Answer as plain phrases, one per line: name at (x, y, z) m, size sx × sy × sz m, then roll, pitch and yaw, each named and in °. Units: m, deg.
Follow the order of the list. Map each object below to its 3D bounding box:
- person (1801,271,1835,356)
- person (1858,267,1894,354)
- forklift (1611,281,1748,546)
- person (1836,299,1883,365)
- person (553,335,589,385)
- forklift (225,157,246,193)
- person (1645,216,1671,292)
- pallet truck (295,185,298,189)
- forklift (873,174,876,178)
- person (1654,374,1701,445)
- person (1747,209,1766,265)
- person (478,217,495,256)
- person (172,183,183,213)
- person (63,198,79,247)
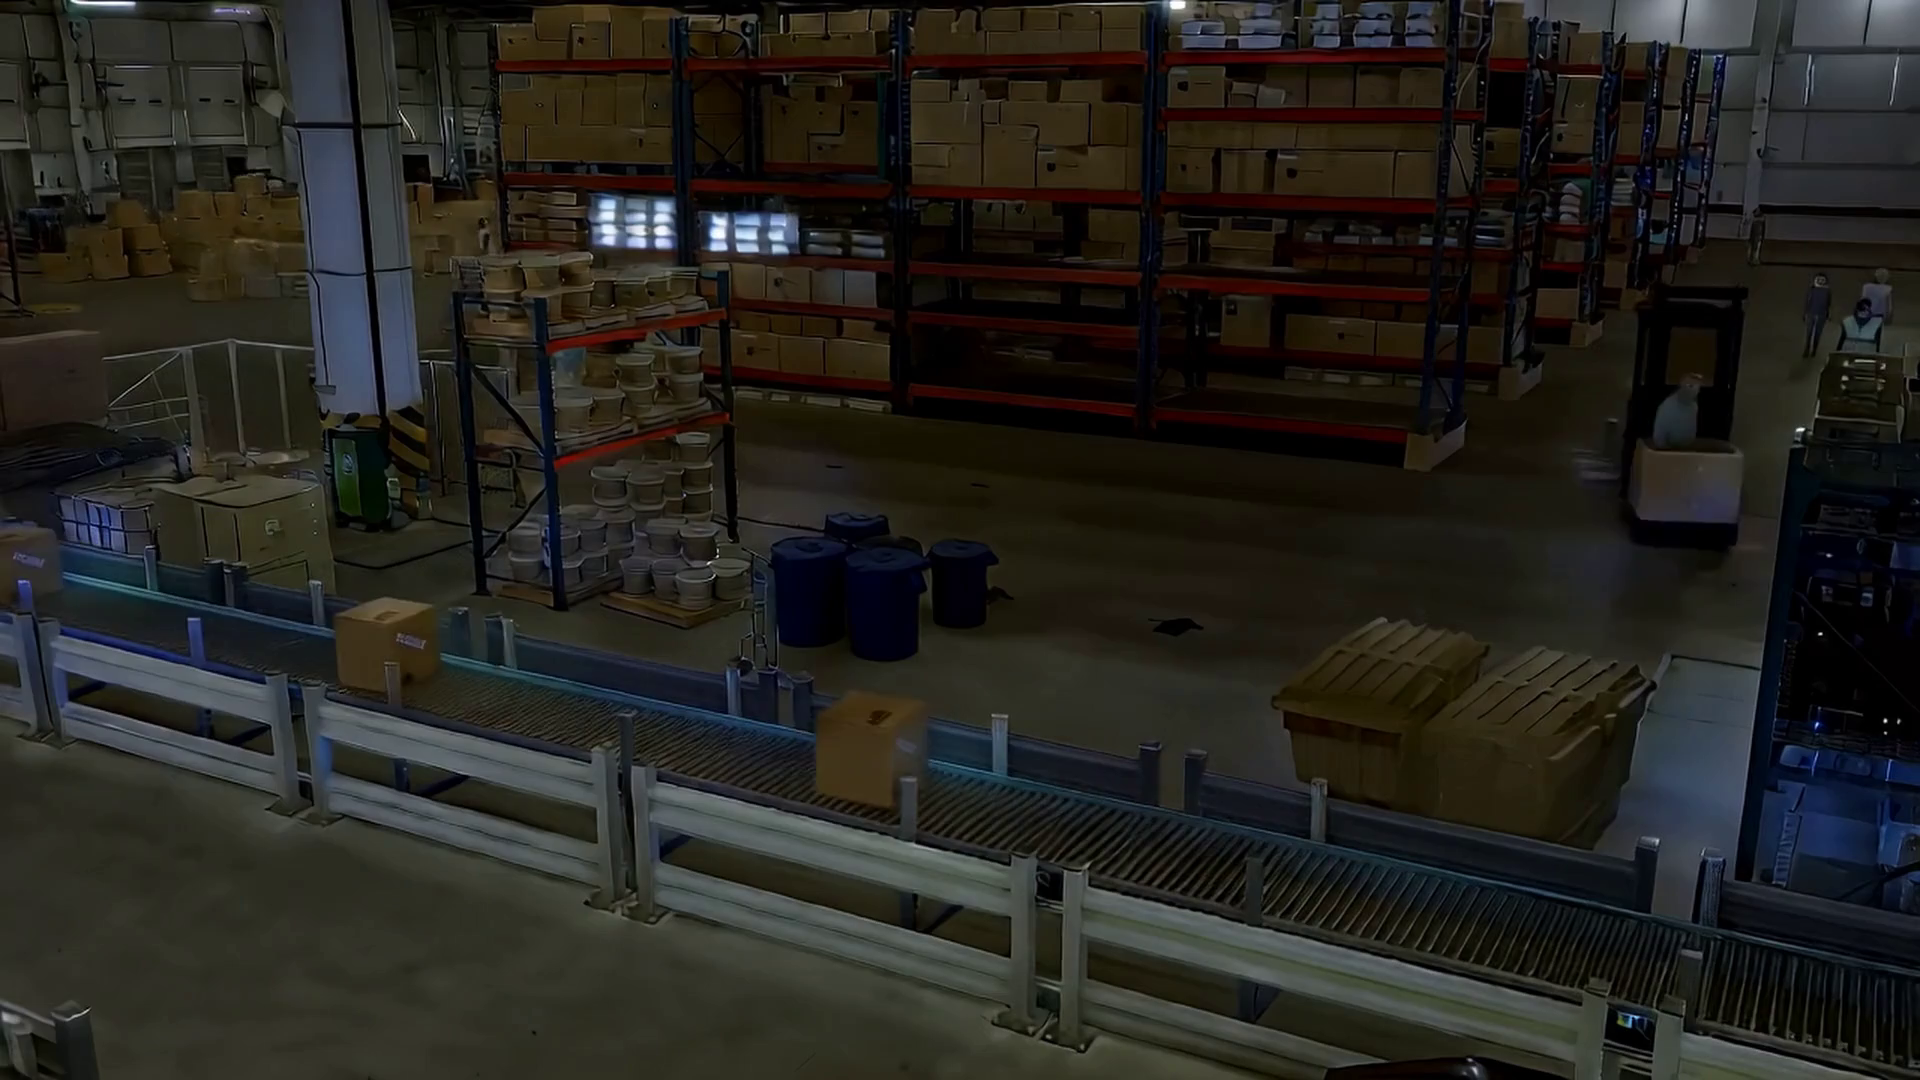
person at (16.299, -4.289, 31.629) m, size 0.532 × 1.609 × 0.589 m, roll 8°, pitch 17°, yaw 28°
person at (17.295, -4.279, 31.410) m, size 0.559 × 1.719 × 0.915 m, roll 13°, pitch 19°, yaw 40°
forklift at (8.160, -1.487, 18.690) m, size 1.129 × 2.768 × 1.873 m, roll 4°, pitch 15°, yaw 14°
person at (14.027, -2.874, 25.998) m, size 0.585 × 1.792 × 0.987 m, roll 11°, pitch 18°, yaw 35°
person at (-5.900, -2.604, 25.214) m, size 0.535 × 1.670 × 0.769 m, roll -5°, pitch 16°, yaw -19°
forklift at (-24.841, -11.763, 57.320) m, size 1.873 × 2.768 × 1.129 m, roll -13°, pitch 20°, yaw -40°
person at (17.638, -7.221, 42.090) m, size 0.372 × 1.916 × 0.597 m, roll -13°, pitch 19°, yaw -40°
pallet truck at (-26.804, -14.617, 69.738) m, size 1.885 × 1.965 × 0.823 m, roll -14°, pitch 20°, yaw -42°
forklift at (-2.894, -13.447, 63.650) m, size 1.129 × 2.768 × 1.873 m, roll -11°, pitch 18°, yaw -35°
person at (7.884, -0.950, 18.641) m, size 0.764 × 1.861 × 0.800 m, roll -11°, pitch 18°, yaw -35°
person at (23.504, -8.941, 49.098) m, size 0.499 × 1.634 × 0.279 m, roll 9°, pitch 17°, yaw 31°
person at (-11.887, -7.241, 42.204) m, size 0.738 × 1.890 × 0.620 m, roll -9°, pitch 17°, yaw -30°
person at (-27.919, -11.841, 59.610) m, size 0.504 × 1.840 × 0.345 m, roll 2°, pitch 15°, yaw 6°
person at (-26.968, -9.476, 50.639) m, size 1.038 × 1.893 × 0.620 m, roll -12°, pitch 19°, yaw -38°
